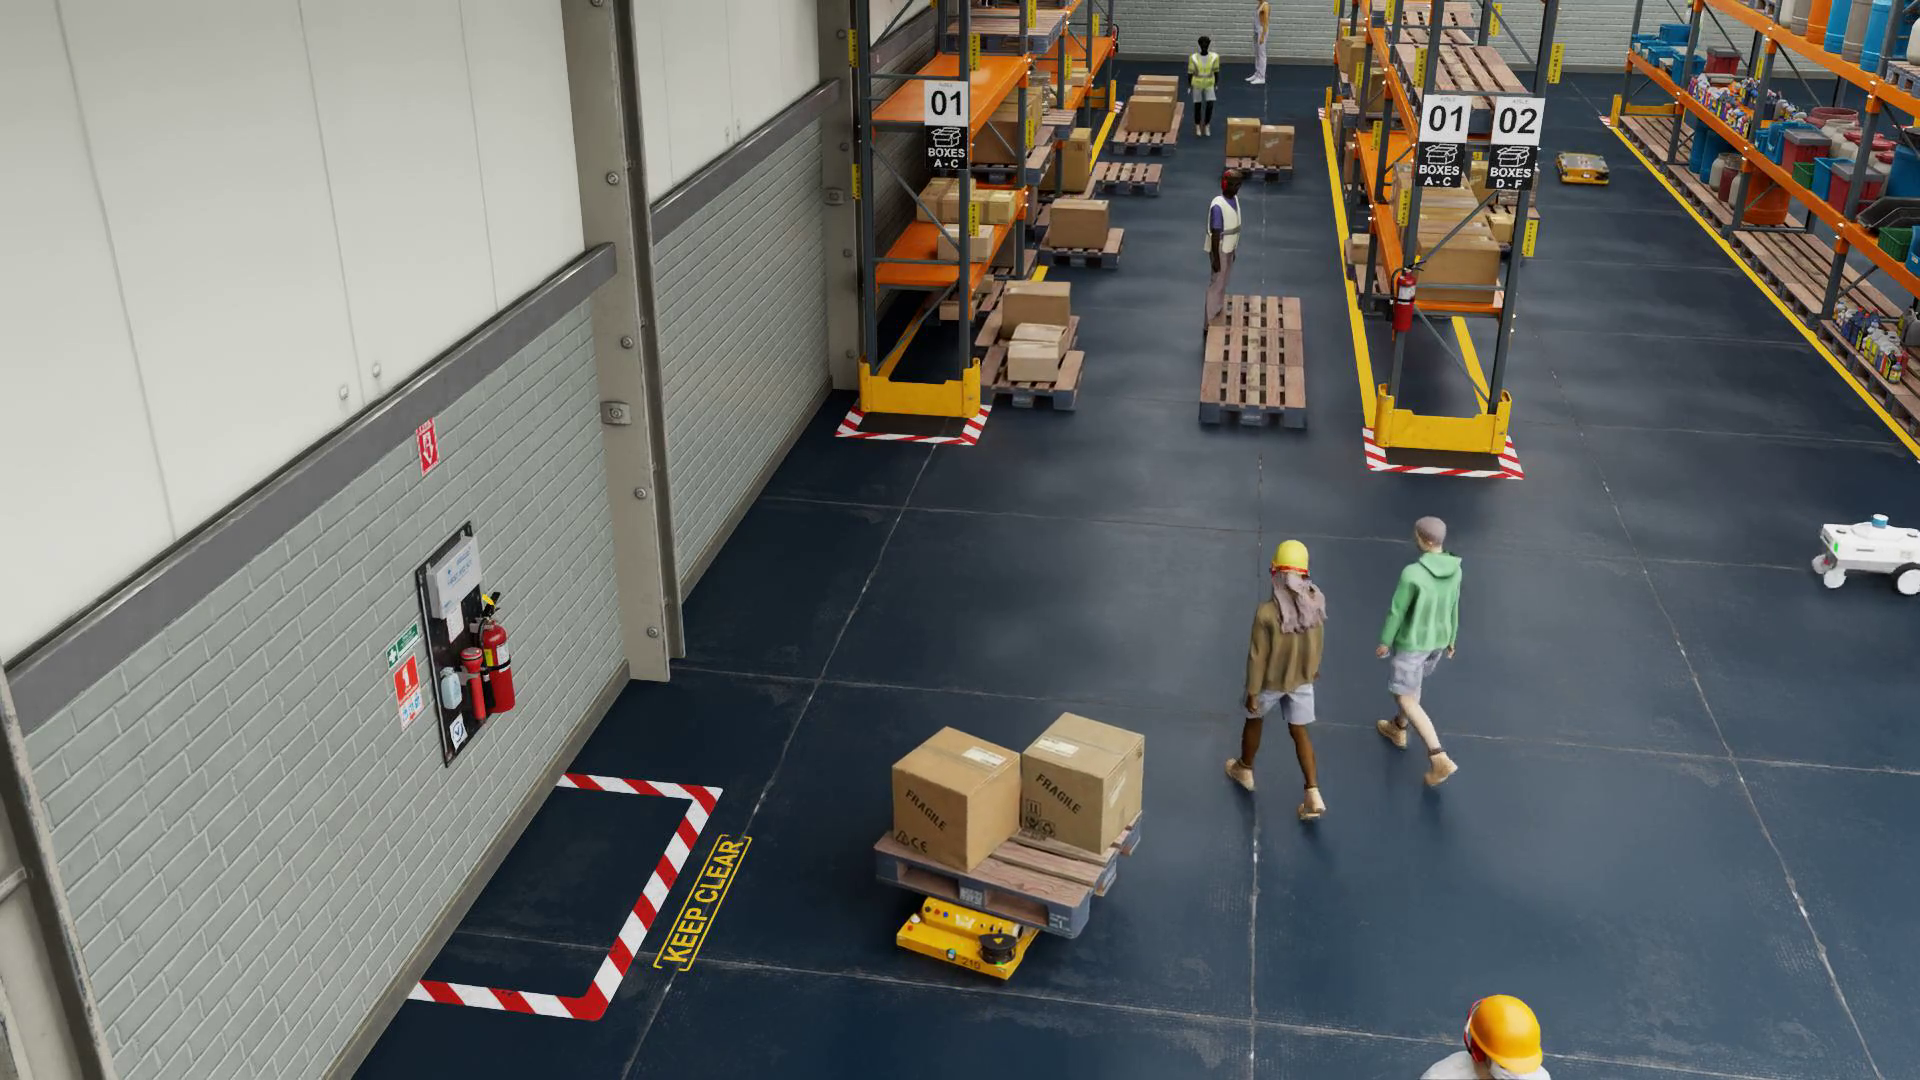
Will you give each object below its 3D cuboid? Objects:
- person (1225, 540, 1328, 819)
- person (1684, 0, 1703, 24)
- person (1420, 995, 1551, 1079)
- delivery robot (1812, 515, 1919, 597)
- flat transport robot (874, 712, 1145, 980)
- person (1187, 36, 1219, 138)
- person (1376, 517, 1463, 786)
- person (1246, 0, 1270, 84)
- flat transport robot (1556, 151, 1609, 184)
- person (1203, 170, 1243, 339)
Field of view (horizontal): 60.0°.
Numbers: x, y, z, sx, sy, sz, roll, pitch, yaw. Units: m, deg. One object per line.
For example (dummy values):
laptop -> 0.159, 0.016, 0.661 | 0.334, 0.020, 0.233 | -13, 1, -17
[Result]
person -> 1.944, 0.821, 9.872 | 0.552, 1.732, 0.827 | -8, 26, -16
person -> 14.353, -9.845, 32.670 | 0.482, 1.745, 0.536 | -3, 25, -7
person -> 1.900, 2.455, 6.199 | 0.573, 1.889, 0.386 | -1, 25, -3
delivery robot -> 7.049, 0.105, 12.816 | 0.812, 0.611, 0.499 | 3, 25, 7
flat transport robot -> 0.261, 1.888, 9.316 | 0.659, 0.231, 1.431 | 12, 27, 23
person -> 4.080, -7.616, 27.982 | 0.549, 1.672, 0.565 | 2, 25, 3
person -> 2.855, 0.662, 10.233 | 0.482, 1.708, 0.818 | -13, 28, -25
person -> 5.878, -9.964, 32.806 | 0.389, 1.858, 0.518 | -2, 25, -5
flat transport robot -> 9.578, -5.722, 25.603 | 0.659, 0.231, 1.431 | 6, 26, 13
person -> 2.868, -3.145, 18.230 | 0.374, 1.841, 0.569 | 12, 28, 24
